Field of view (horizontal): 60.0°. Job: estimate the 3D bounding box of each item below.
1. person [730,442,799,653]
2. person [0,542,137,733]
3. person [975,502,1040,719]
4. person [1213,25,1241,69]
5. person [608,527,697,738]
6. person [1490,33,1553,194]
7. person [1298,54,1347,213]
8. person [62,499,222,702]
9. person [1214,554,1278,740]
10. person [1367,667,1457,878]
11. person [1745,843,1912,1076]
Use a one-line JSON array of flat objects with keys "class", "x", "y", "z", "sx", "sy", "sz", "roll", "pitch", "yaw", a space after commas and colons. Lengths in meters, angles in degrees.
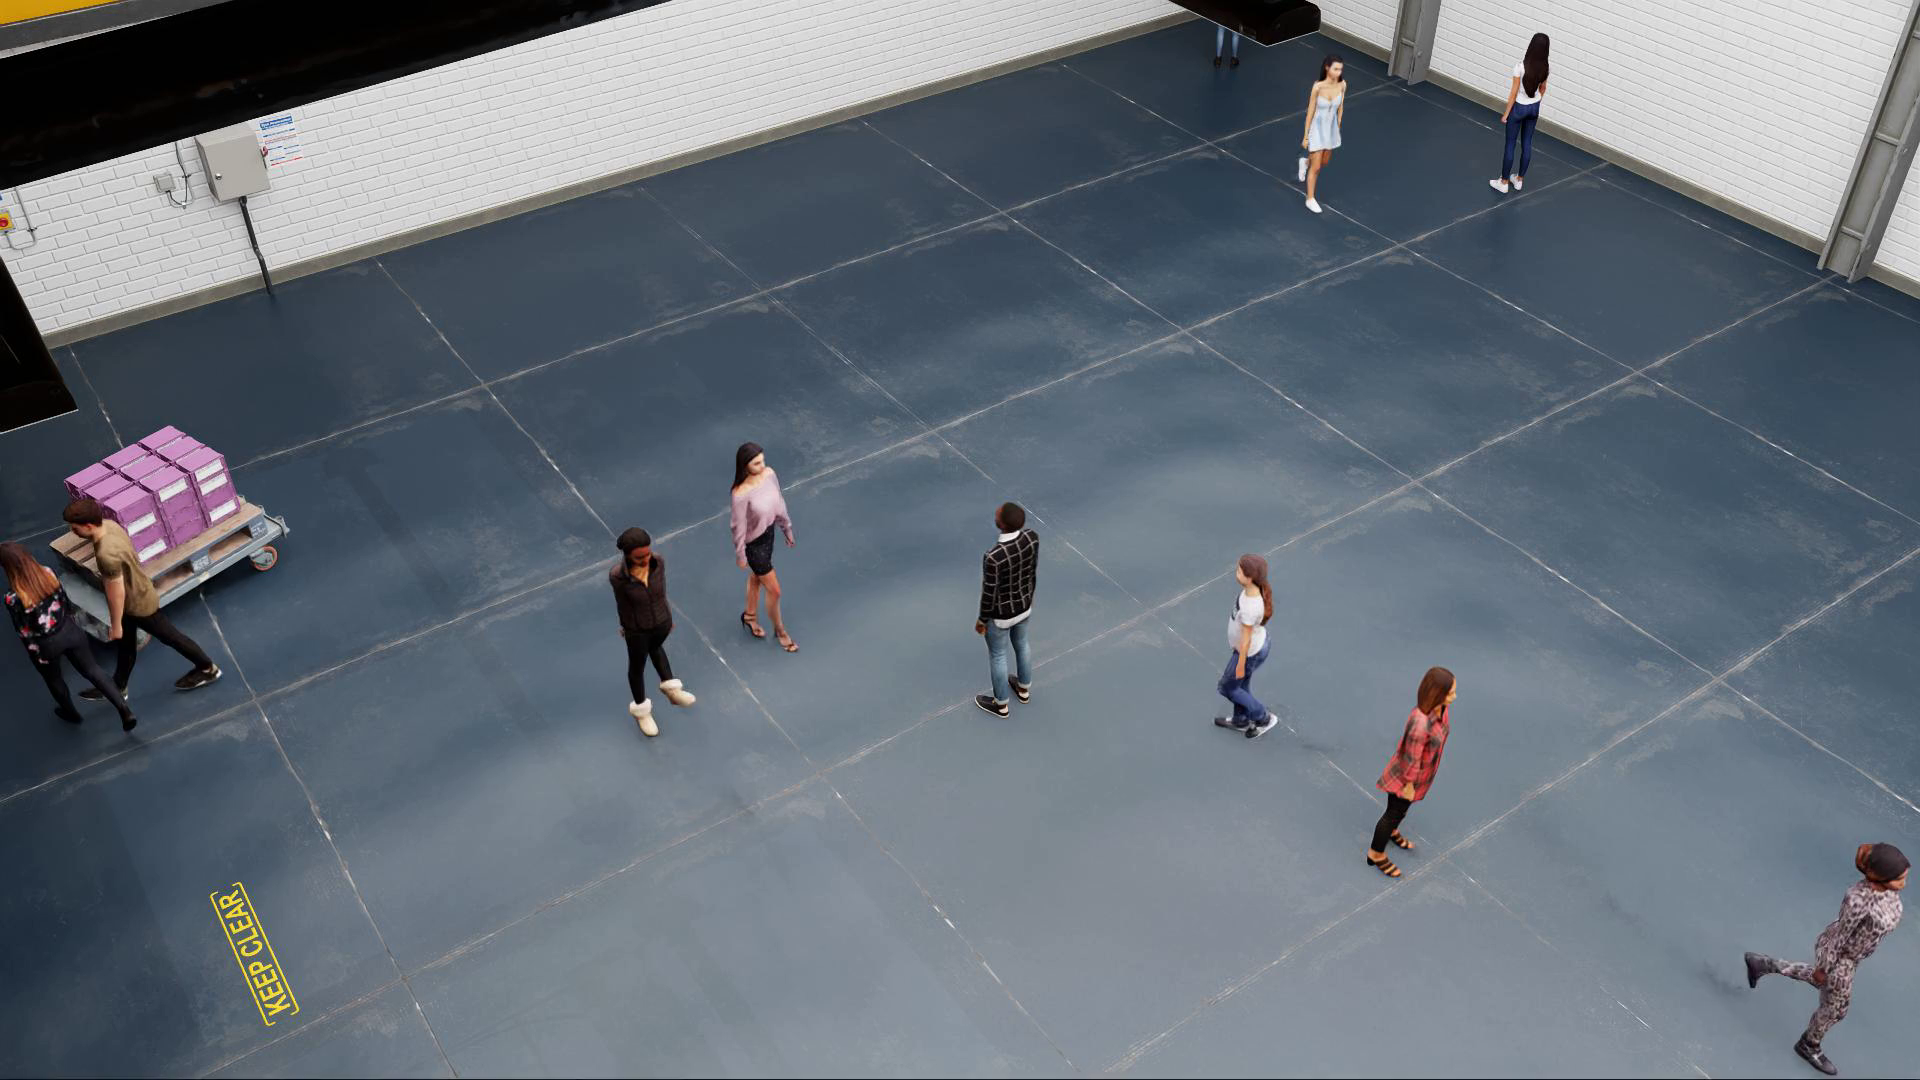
[{"class": "person", "x": -1.550, "y": 0.015, "z": 12.174, "sx": 0.895, "sy": 1.793, "sz": 0.815, "roll": 19, "pitch": 42, "yaw": 22}, {"class": "person", "x": -6.151, "y": 0.701, "z": 11.423, "sx": 1.081, "sy": 1.659, "sz": 0.831, "roll": 21, "pitch": 43, "yaw": 24}, {"class": "person", "x": 0.343, "y": 0.474, "z": 11.577, "sx": 0.680, "sy": 1.821, "sz": 0.583, "roll": -29, "pitch": 47, "yaw": -31}, {"class": "person", "x": 3.376, "y": -6.703, "z": 20.715, "sx": 0.743, "sy": 1.633, "sz": 0.805, "roll": 7, "pitch": 39, "yaw": 8}, {"class": "person", "x": -2.102, "y": 0.645, "z": 11.493, "sx": 0.721, "sy": 1.659, "sz": 0.604, "roll": -24, "pitch": 44, "yaw": -27}, {"class": "person", "x": 6.105, "y": -4.624, "z": 17.998, "sx": 0.652, "sy": 1.774, "sz": 0.620, "roll": -10, "pitch": 40, "yaw": -12}, {"class": "person", "x": 3.818, "y": -4.404, "z": 17.774, "sx": 0.772, "sy": 1.710, "sz": 1.007, "roll": -10, "pitch": 40, "yaw": -13}, {"class": "person", "x": -5.688, "y": 0.409, "z": 11.670, "sx": 0.755, "sy": 1.807, "sz": 1.082, "roll": -21, "pitch": 43, "yaw": -24}, {"class": "person", "x": 2.050, "y": 0.752, "z": 11.452, "sx": 0.786, "sy": 1.543, "sz": 0.717, "roll": 8, "pitch": 39, "yaw": 10}, {"class": "person", "x": 2.849, "y": 1.434, "z": 10.473, "sx": 0.677, "sy": 1.699, "sz": 0.690, "roll": 22, "pitch": 44, "yaw": 25}, {"class": "person", "x": 4.917, "y": 2.281, "z": 9.412, "sx": 0.561, "sy": 1.699, "sz": 0.948, "roll": -23, "pitch": 44, "yaw": -26}]
